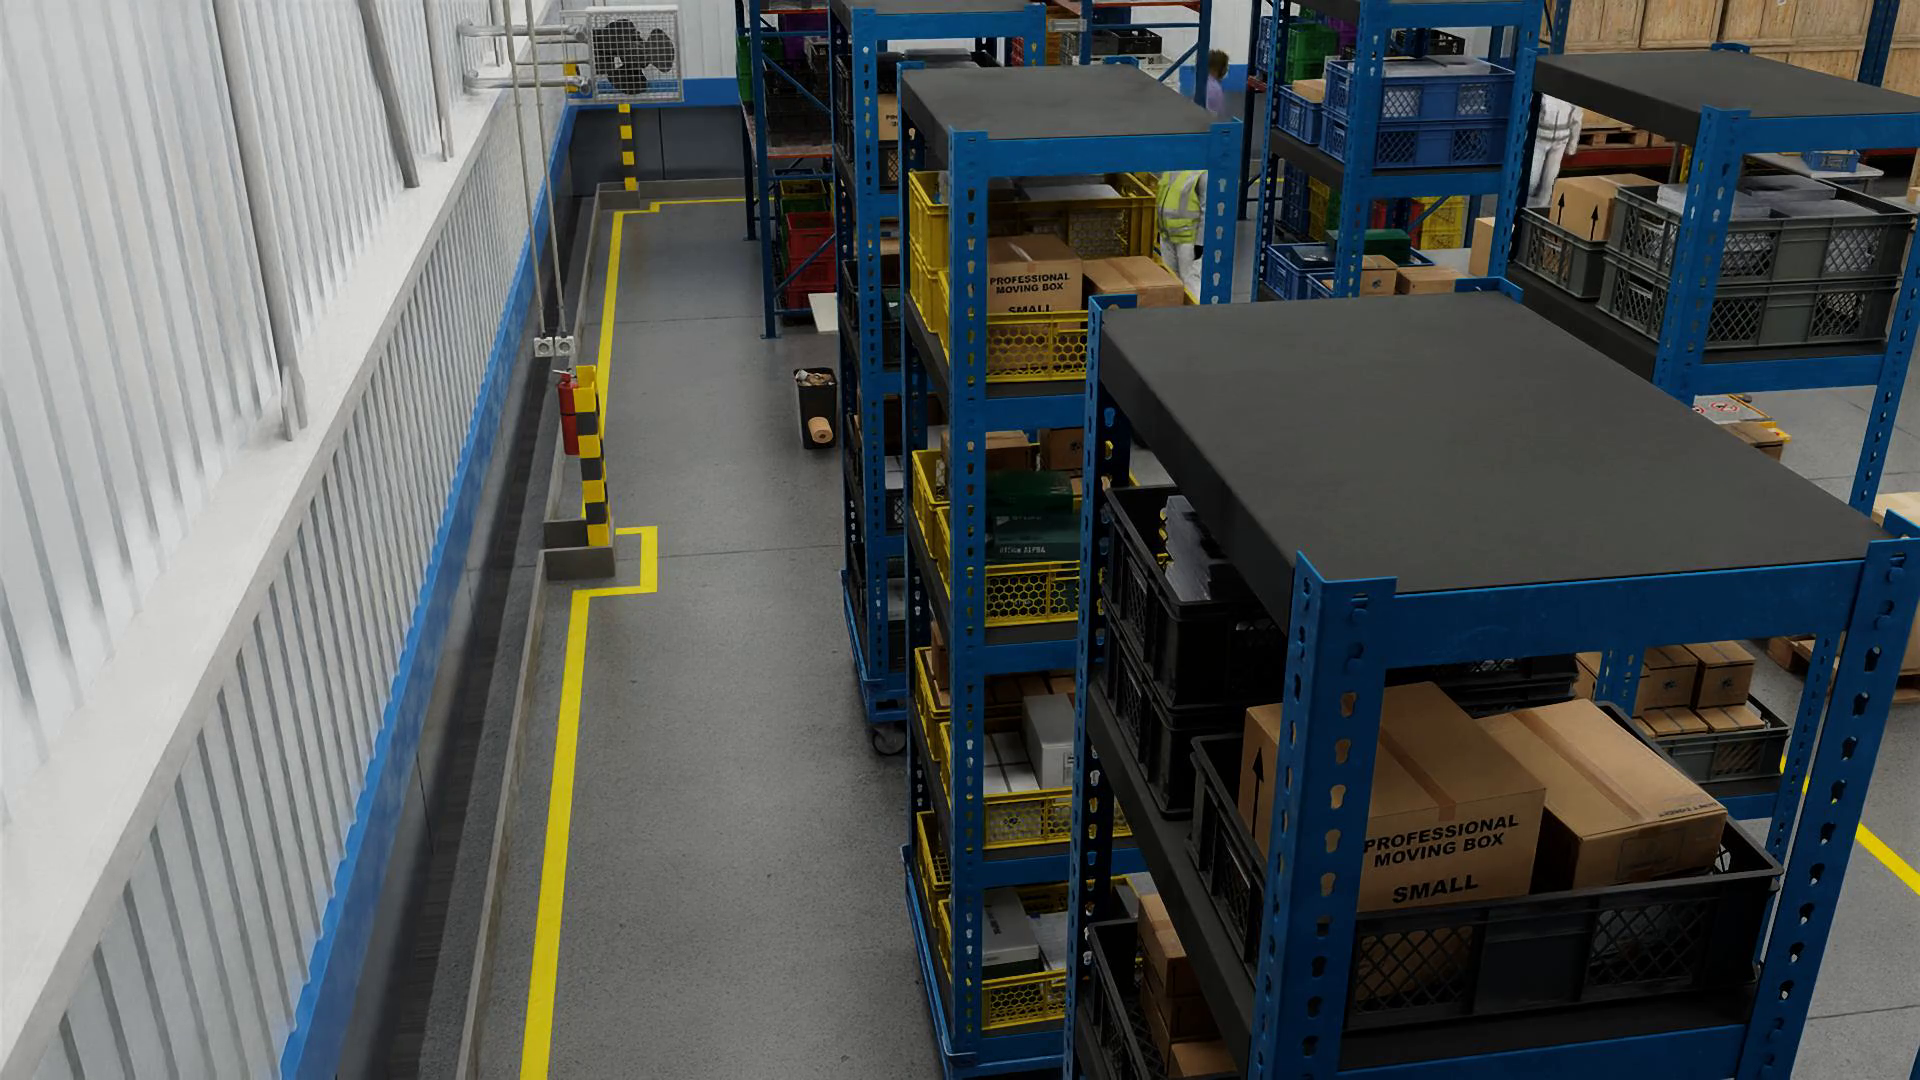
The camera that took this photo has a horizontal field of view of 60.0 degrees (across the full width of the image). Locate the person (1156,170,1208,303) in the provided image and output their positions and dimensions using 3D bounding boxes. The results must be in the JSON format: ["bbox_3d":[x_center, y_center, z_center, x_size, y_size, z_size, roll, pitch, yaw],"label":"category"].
[{"bbox_3d":[1.856,-2.565,13.975,0.429,1.845,0.622,-14,28,-28],"label":"person"}]

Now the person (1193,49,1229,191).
[{"bbox_3d":[2.550,-4.065,17.163,0.438,1.905,0.679,2,25,5],"label":"person"}]

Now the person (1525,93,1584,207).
[{"bbox_3d":[6.114,-4.083,17.256,0.605,1.858,0.433,1,25,1],"label":"person"}]
